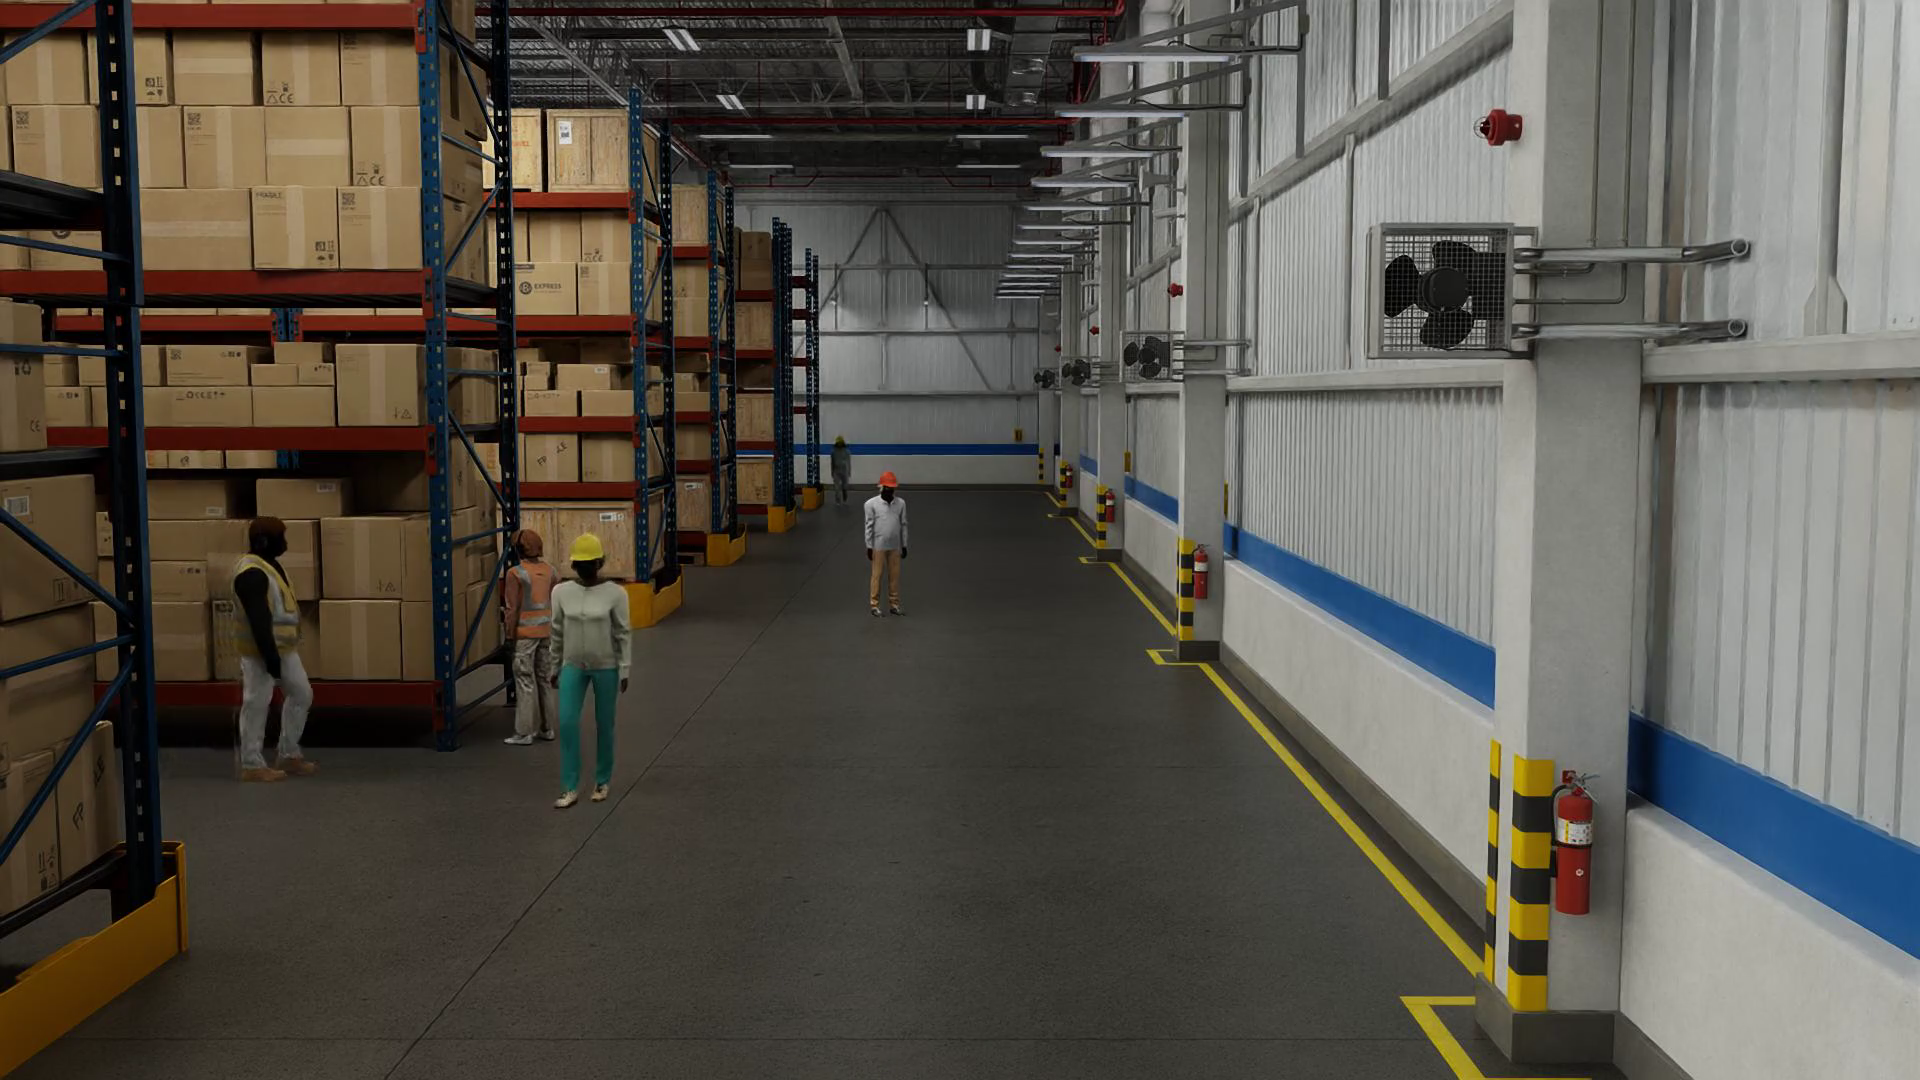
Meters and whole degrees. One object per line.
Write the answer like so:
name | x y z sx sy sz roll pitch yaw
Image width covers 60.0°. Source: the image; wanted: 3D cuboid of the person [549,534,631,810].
person | -2.385 0.840 10.606 0.547 1.741 0.711 0 5 1

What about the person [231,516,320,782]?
person | -4.622 0.747 11.300 0.635 1.818 0.645 -1 5 -6

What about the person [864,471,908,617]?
person | -0.868 0.051 19.860 0.566 1.744 0.350 -3 6 -29

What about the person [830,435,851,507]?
person | -2.859 -1.653 39.840 0.492 1.719 0.662 0 5 1

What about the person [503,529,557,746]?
person | -3.239 0.732 12.580 0.321 1.631 0.526 3 6 28
